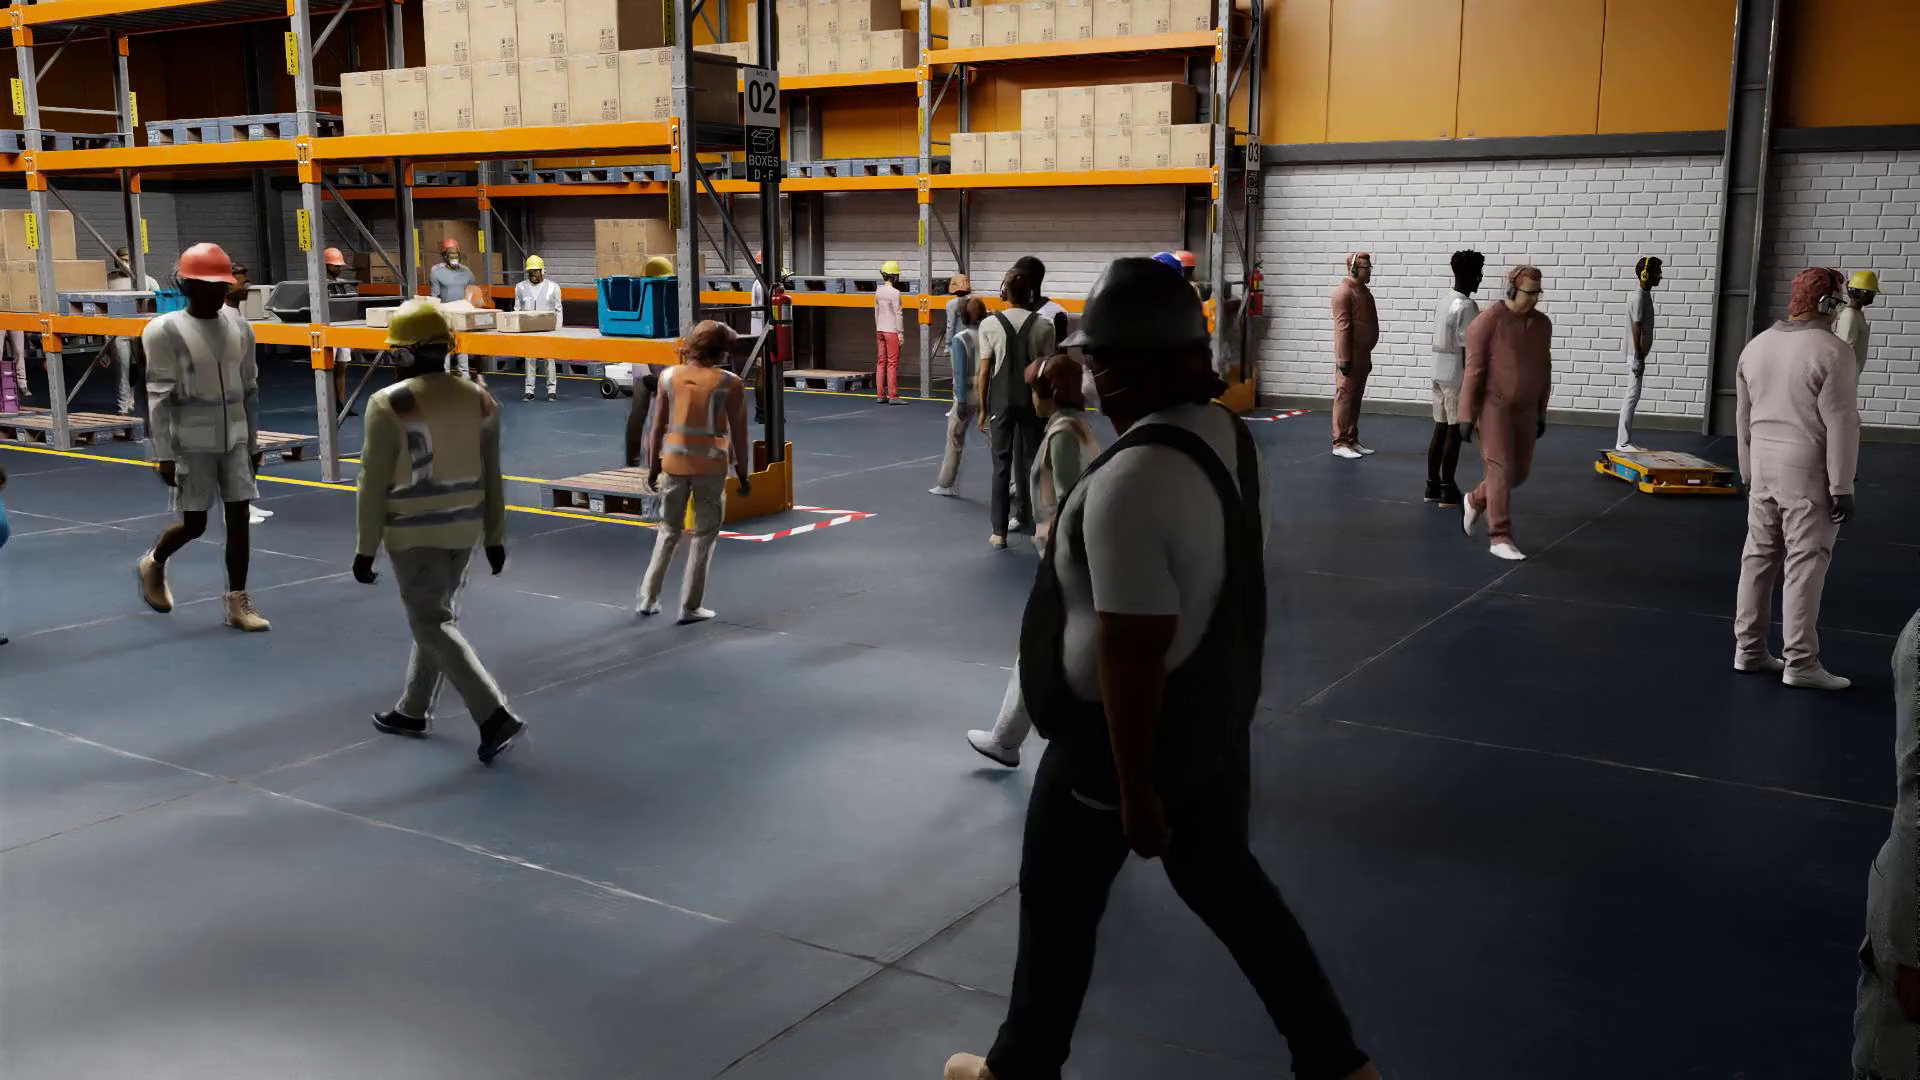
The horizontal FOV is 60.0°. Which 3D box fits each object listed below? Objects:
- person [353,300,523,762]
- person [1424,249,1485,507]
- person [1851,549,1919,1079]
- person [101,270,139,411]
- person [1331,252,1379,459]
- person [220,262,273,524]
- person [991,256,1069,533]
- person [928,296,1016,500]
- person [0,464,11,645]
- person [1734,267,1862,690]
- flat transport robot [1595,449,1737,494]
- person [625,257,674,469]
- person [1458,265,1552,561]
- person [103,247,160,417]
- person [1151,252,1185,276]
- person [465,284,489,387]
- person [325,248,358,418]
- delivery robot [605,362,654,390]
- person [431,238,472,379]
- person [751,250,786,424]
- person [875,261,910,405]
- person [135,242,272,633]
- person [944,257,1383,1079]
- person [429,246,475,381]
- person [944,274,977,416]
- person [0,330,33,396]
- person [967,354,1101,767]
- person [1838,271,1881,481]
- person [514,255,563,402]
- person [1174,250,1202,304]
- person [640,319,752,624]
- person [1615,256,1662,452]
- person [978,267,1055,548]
[{"bbox_3d":[-2.041,-0.037,6.531,0.890,1.806,0.597,6,12,30],"label":"person"},{"bbox_3d":[3.777,-1.225,12.663,0.377,1.958,0.599,0,10,-3],"label":"person"},{"bbox_3d":[1.743,0.648,2.864,0.490,1.743,0.324,-9,13,-40],"label":"person"},{"bbox_3d":[-10.034,-2.397,19.954,0.534,1.667,0.780,-8,13,-39],"label":"person"},{"bbox_3d":[3.707,-1.726,15.563,0.410,1.909,0.643,6,12,32],"label":"person"},{"bbox_3d":[-5.177,-1.051,11.930,0.311,1.869,0.534,-2,10,-10],"label":"person"},{"bbox_3d":[0.496,-0.970,11.376,0.462,1.912,0.694,-8,13,-36],"label":"person"},{"bbox_3d":[0.136,-1.097,12.945,0.877,1.598,0.525,10,14,43],"label":"person"},{"bbox_3d":[-5.062,-0.381,8.305,0.534,1.830,0.596,2,10,13],"label":"person"},{"bbox_3d":[3.827,-0.279,7.569,0.407,1.903,0.639,-3,11,-17],"label":"person"},{"bbox_3d":[5.792,-0.570,13.696,0.652,0.197,1.431,1,10,3],"label":"flat transport robot"},{"bbox_3d":[-2.532,-1.437,14.058,0.967,1.876,0.593,9,13,40],"label":"person"},{"bbox_3d":[3.490,-0.838,10.760,0.664,1.871,0.756,-4,11,-23],"label":"person"},{"bbox_3d":[-9.210,-2.271,18.497,0.627,1.940,0.371,-4,11,-20],"label":"person"},{"bbox_3d":[1.384,-0.925,11.022,0.403,1.943,0.606,-2,10,-9],"label":"person"},{"bbox_3d":[-6.779,-2.935,22.949,0.643,1.661,0.330,3,11,16],"label":"person"},{"bbox_3d":[-7.112,-2.349,18.941,0.378,1.932,0.551,5,11,25],"label":"person"},{"bbox_3d":[-4.177,-2.125,21.265,0.707,0.478,0.477,5,11,25],"label":"delivery robot"},{"bbox_3d":[-7.314,-3.322,24.034,0.393,2.041,0.614,9,14,42],"label":"person"},{"bbox_3d":[-2.126,-2.252,18.390,0.370,1.939,0.543,-2,10,-12],"label":"person"},{"bbox_3d":[-0.853,-2.543,20.486,0.311,1.769,0.522,-7,13,-36],"label":"person"},{"bbox_3d":[-3.955,-0.523,8.626,0.746,2.018,0.614,7,12,33],"label":"person"},{"bbox_3d":[0.476,0.358,3.647,0.980,2.000,0.682,7,12,34],"label":"person"},{"bbox_3d":[-6.927,-3.041,22.792,0.631,1.940,0.418,-7,12,-34],"label":"person"},{"bbox_3d":[0.013,-2.231,19.117,0.283,1.633,0.501,9,14,42],"label":"person"},{"bbox_3d":[-12.313,-2.836,21.472,0.612,1.995,0.393,-9,13,-40],"label":"person"},{"bbox_3d":[0.371,0.107,6.273,0.732,1.591,0.562,3,11,17],"label":"person"},{"bbox_3d":[7.568,-1.392,14.123,0.335,1.762,0.526,6,12,30],"label":"person"},{"bbox_3d":[-5.276,-2.635,20.809,0.600,1.829,0.404,-1,10,-4],"label":"person"},{"bbox_3d":[2.344,-1.967,16.869,0.654,1.924,0.563,1,10,5],"label":"person"},{"bbox_3d":[-1.387,-0.360,8.807,0.569,1.607,0.384,3,11,16],"label":"person"},{"bbox_3d":[6.409,-1.729,15.691,0.309,1.868,0.534,4,11,22],"label":"person"},{"bbox_3d":[0.374,-0.861,10.946,0.517,1.843,0.326,0,10,0],"label":"person"}]
